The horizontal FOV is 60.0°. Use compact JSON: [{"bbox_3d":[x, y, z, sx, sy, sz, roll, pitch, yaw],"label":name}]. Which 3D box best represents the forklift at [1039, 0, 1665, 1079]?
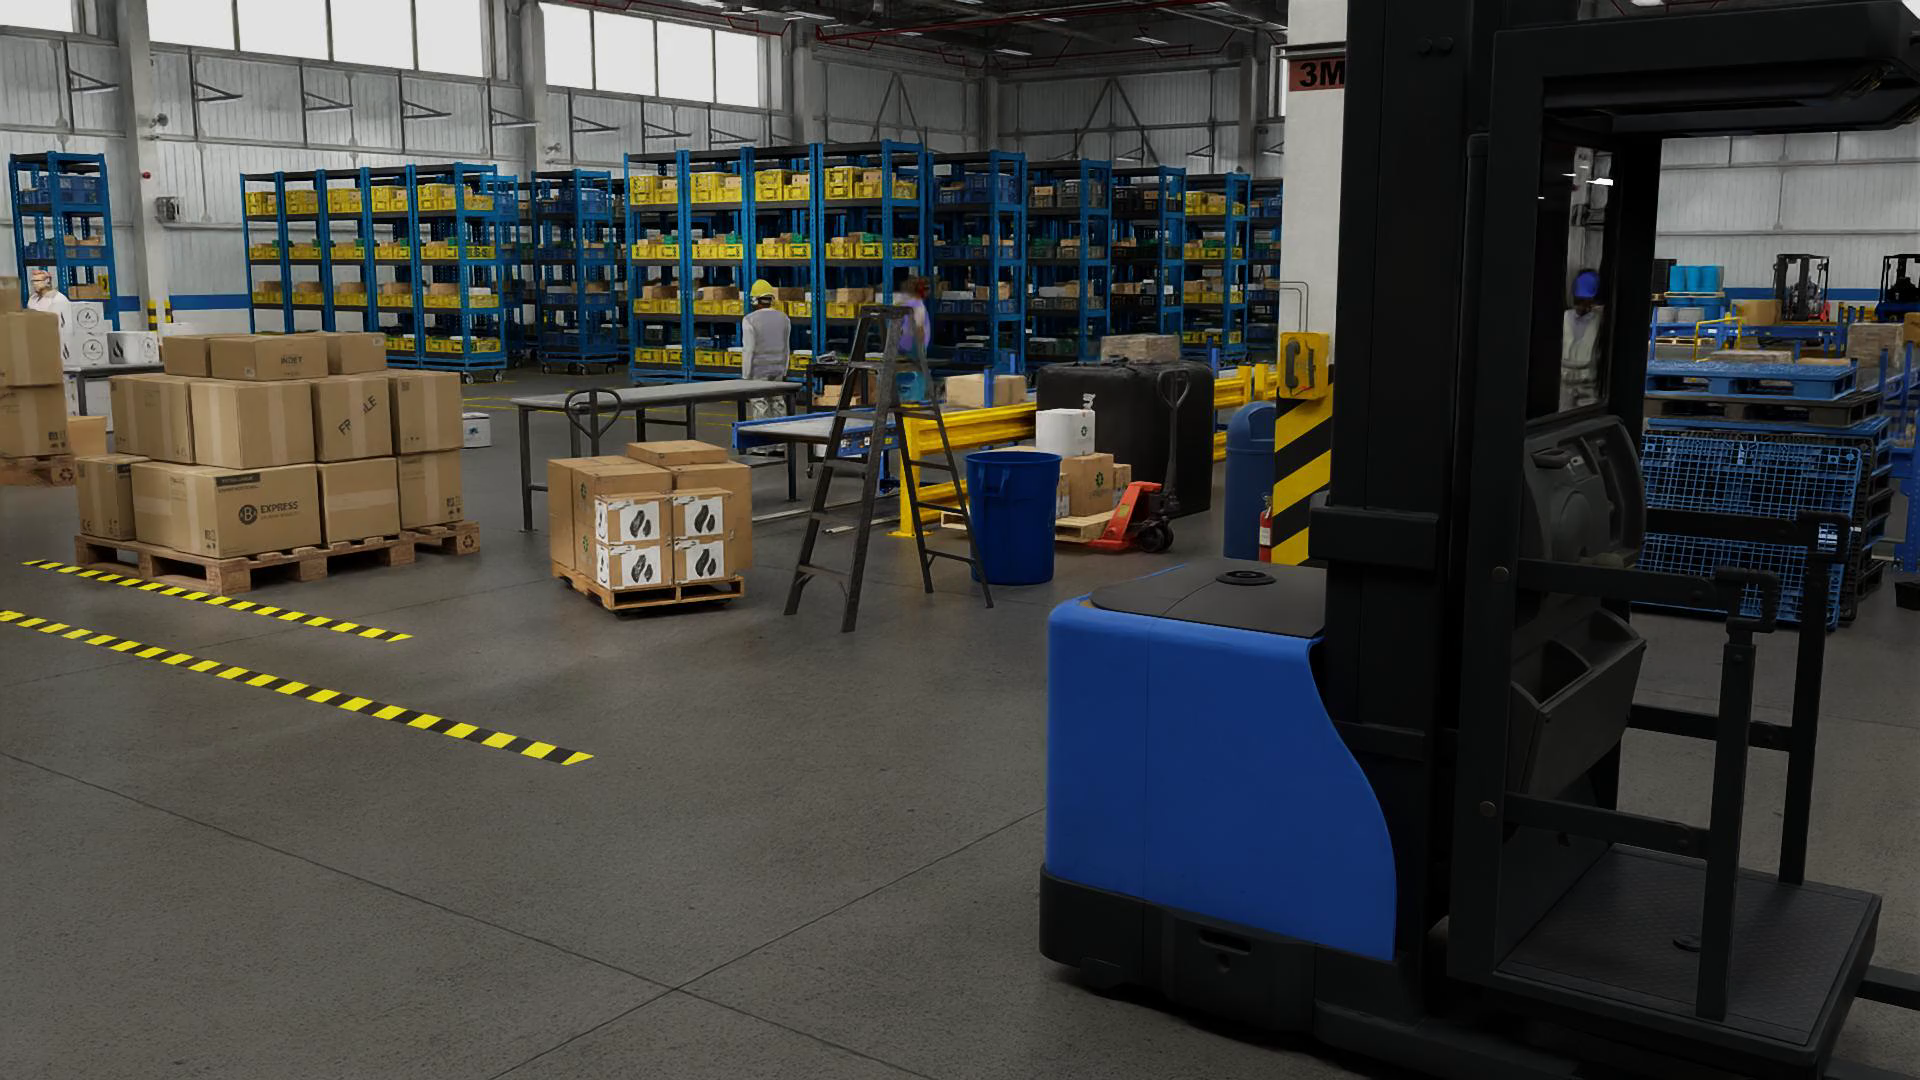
[{"bbox_3d":[1.249,-0.137,4.360,1.873,2.768,1.129,7,12,35],"label":"forklift"}]

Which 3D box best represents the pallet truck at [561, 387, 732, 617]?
[{"bbox_3d":[-1.981,-0.274,10.088,0.680,1.201,1.601,-5,11,-28],"label":"pallet truck"}]

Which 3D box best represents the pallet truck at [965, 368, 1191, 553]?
[{"bbox_3d":[0.845,-0.609,11.869,1.630,1.274,0.653,7,12,35],"label":"pallet truck"}]

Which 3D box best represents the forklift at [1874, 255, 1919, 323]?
[{"bbox_3d":[22.089,-5.634,38.796,1.157,1.987,2.680,6,11,33],"label":"forklift"}]

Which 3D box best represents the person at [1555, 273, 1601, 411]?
[{"bbox_3d":[5.461,-1.409,14.813,0.624,1.908,0.794,5,11,26],"label":"person"}]

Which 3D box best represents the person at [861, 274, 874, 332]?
[{"bbox_3d":[-1.854,-4.305,32.365,0.623,1.816,0.604,-6,11,-32],"label":"person"}]

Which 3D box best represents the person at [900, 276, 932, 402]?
[{"bbox_3d":[-0.514,-2.331,20.530,0.429,1.830,0.606,-2,10,-10],"label":"person"}]

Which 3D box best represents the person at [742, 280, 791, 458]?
[{"bbox_3d":[-1.983,-1.706,16.818,0.403,1.833,0.586,9,13,44],"label":"person"}]

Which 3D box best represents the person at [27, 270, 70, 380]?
[{"bbox_3d":[-11.622,-2.476,21.184,0.655,1.906,0.407,3,10,20],"label":"person"}]

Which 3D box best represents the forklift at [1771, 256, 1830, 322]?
[{"bbox_3d":[20.253,-5.854,40.139,1.157,1.987,2.680,7,12,35],"label":"forklift"}]
